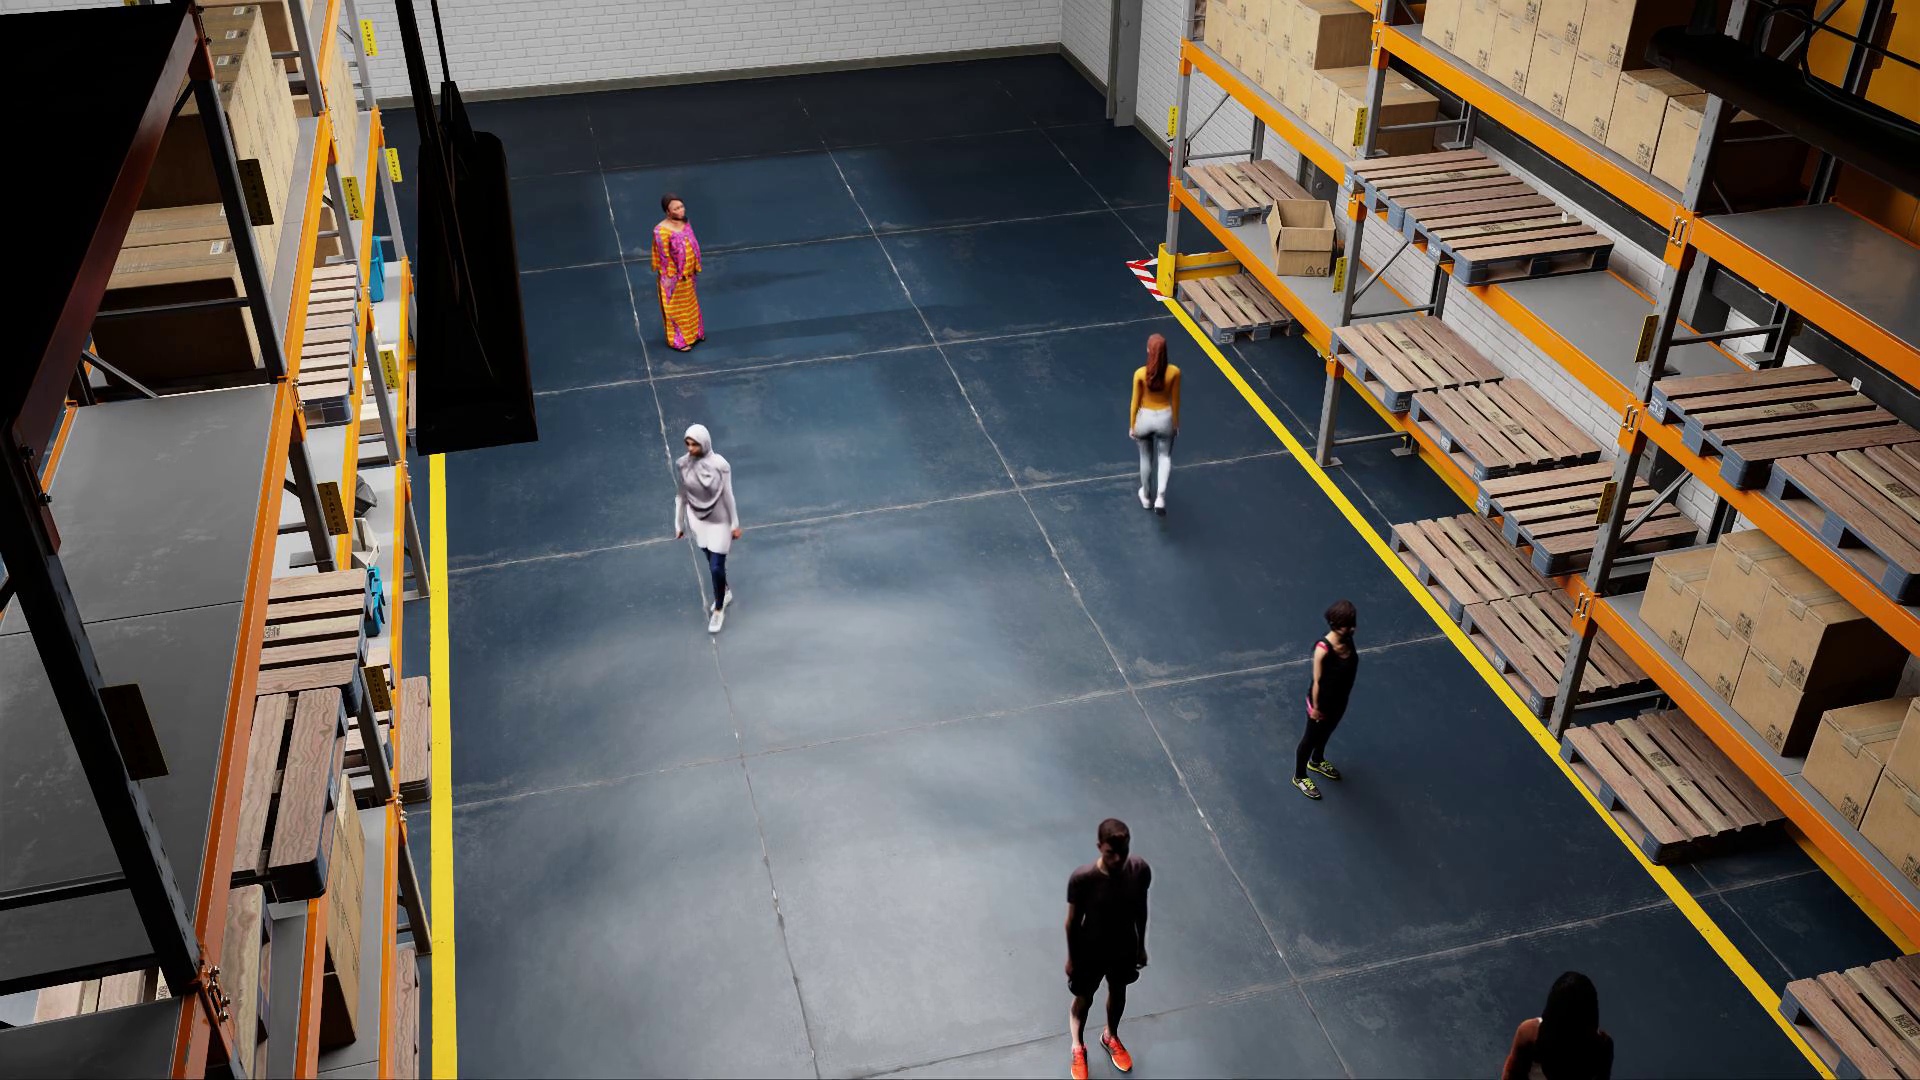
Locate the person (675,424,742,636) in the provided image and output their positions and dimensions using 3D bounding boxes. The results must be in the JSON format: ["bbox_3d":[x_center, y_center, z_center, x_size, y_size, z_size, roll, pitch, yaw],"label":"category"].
[{"bbox_3d":[-1.928,-0.174,13.121,0.861,1.756,0.942,11,35,15],"label":"person"}]

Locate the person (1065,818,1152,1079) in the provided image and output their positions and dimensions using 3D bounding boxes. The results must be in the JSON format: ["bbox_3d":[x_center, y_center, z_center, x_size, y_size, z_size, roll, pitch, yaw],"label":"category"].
[{"bbox_3d":[0.816,2.281,9.339,0.639,1.854,0.534,-9,35,-14],"label":"person"}]

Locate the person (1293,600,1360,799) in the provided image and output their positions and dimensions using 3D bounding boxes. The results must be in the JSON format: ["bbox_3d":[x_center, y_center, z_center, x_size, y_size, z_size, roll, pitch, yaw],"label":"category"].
[{"bbox_3d":[2.539,1.056,11.454,0.654,1.552,0.627,27,42,34],"label":"person"}]

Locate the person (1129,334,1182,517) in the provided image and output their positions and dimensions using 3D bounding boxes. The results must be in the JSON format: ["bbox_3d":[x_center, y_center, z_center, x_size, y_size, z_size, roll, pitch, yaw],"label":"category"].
[{"bbox_3d":[1.692,-0.948,14.301,0.728,1.738,0.964,-1,34,-2],"label":"person"}]

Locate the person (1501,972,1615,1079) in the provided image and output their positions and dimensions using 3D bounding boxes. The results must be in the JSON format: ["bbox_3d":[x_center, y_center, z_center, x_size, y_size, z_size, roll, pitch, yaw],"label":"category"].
[{"bbox_3d":[3.004,2.905,8.443,0.847,1.806,0.909,9,35,14],"label":"person"}]

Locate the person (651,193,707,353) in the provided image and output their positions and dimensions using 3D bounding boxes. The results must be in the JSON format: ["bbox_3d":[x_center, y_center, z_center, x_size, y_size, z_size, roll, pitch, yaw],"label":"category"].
[{"bbox_3d":[-2.886,-2.792,17.123,0.840,1.686,0.777,17,37,23],"label":"person"}]
